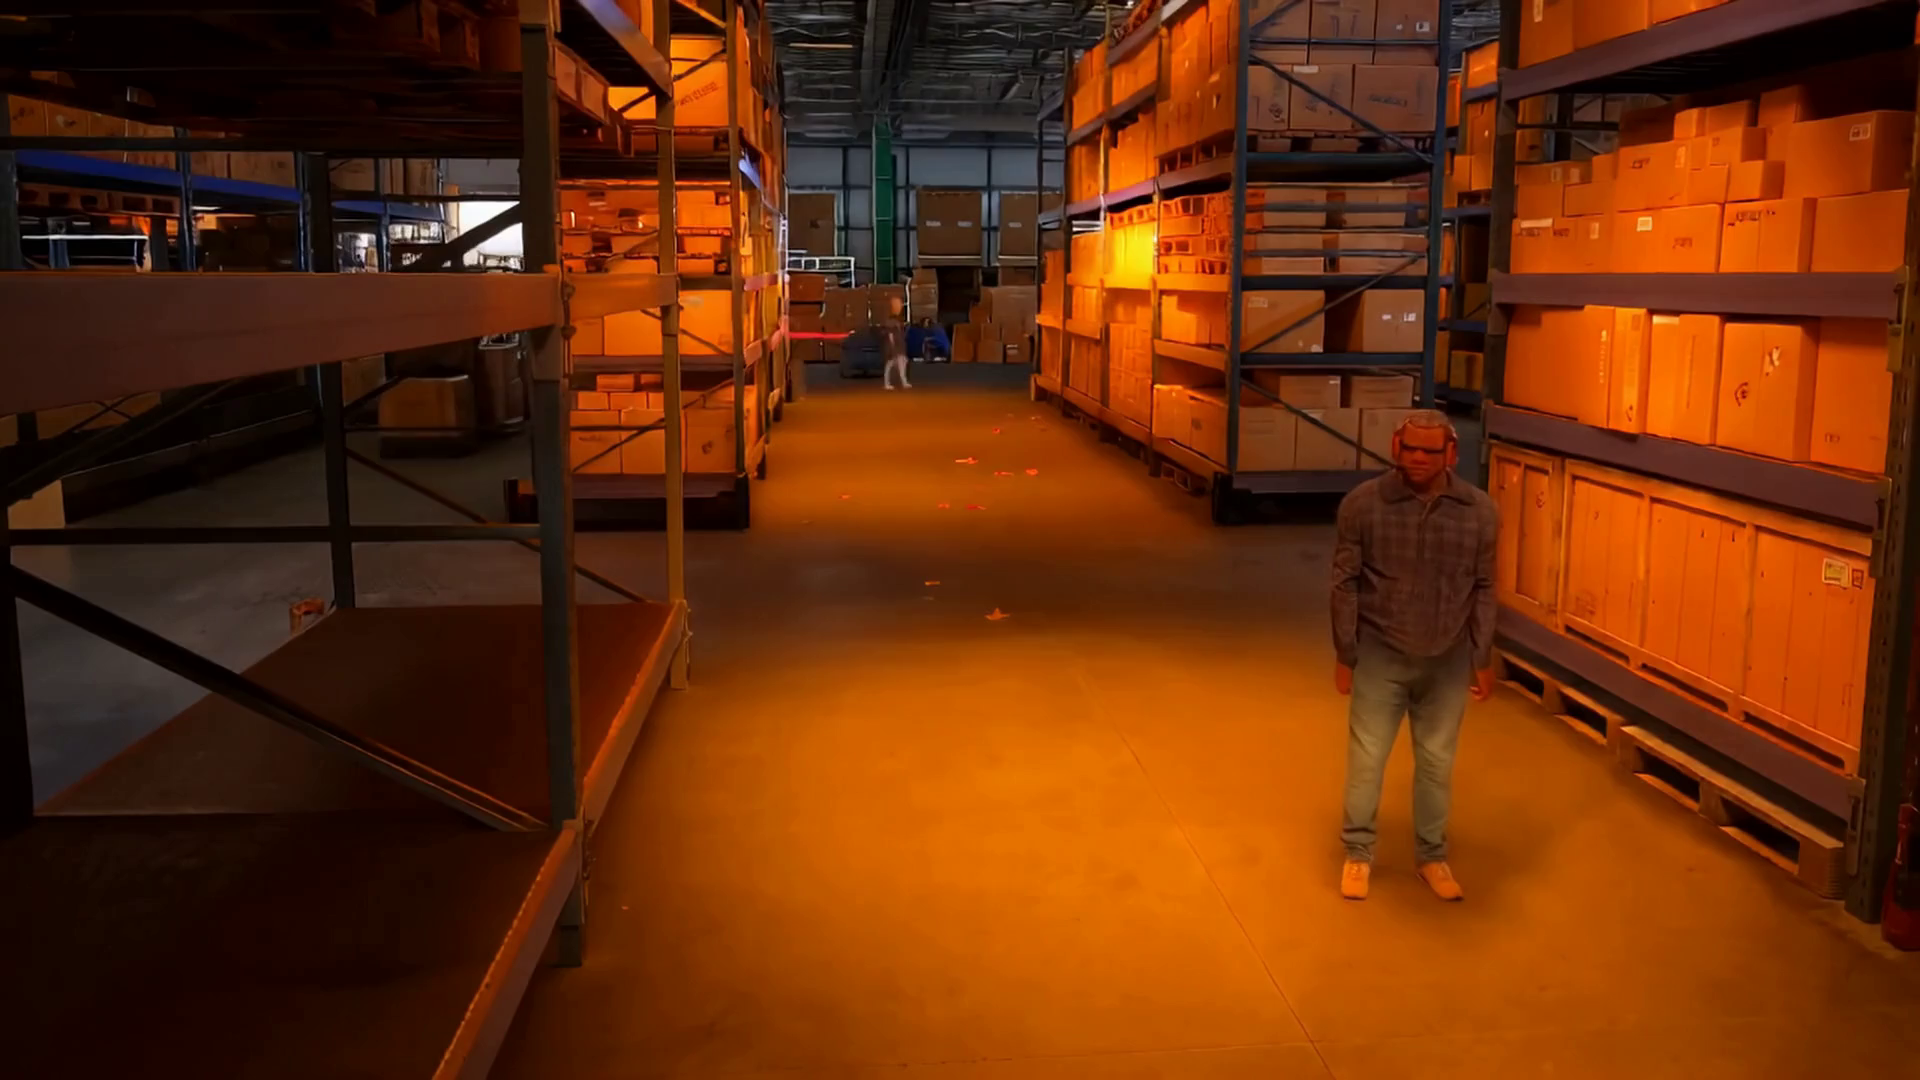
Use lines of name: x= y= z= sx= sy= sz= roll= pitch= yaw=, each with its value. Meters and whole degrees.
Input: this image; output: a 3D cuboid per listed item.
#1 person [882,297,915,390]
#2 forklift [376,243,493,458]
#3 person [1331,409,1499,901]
person: x=-1.282 y=-4.106 z=34.817 sx=0.795 sy=1.939 sz=0.602 roll=3 pitch=10 yaw=20
forklift: x=-7.031 y=-2.546 z=22.118 sx=1.129 sy=2.768 sz=1.873 roll=-1 pitch=9 yaw=-4
person: x=1.747 y=0.446 z=6.398 sx=0.637 sy=1.904 sz=0.403 roll=0 pitch=9 yaw=2
